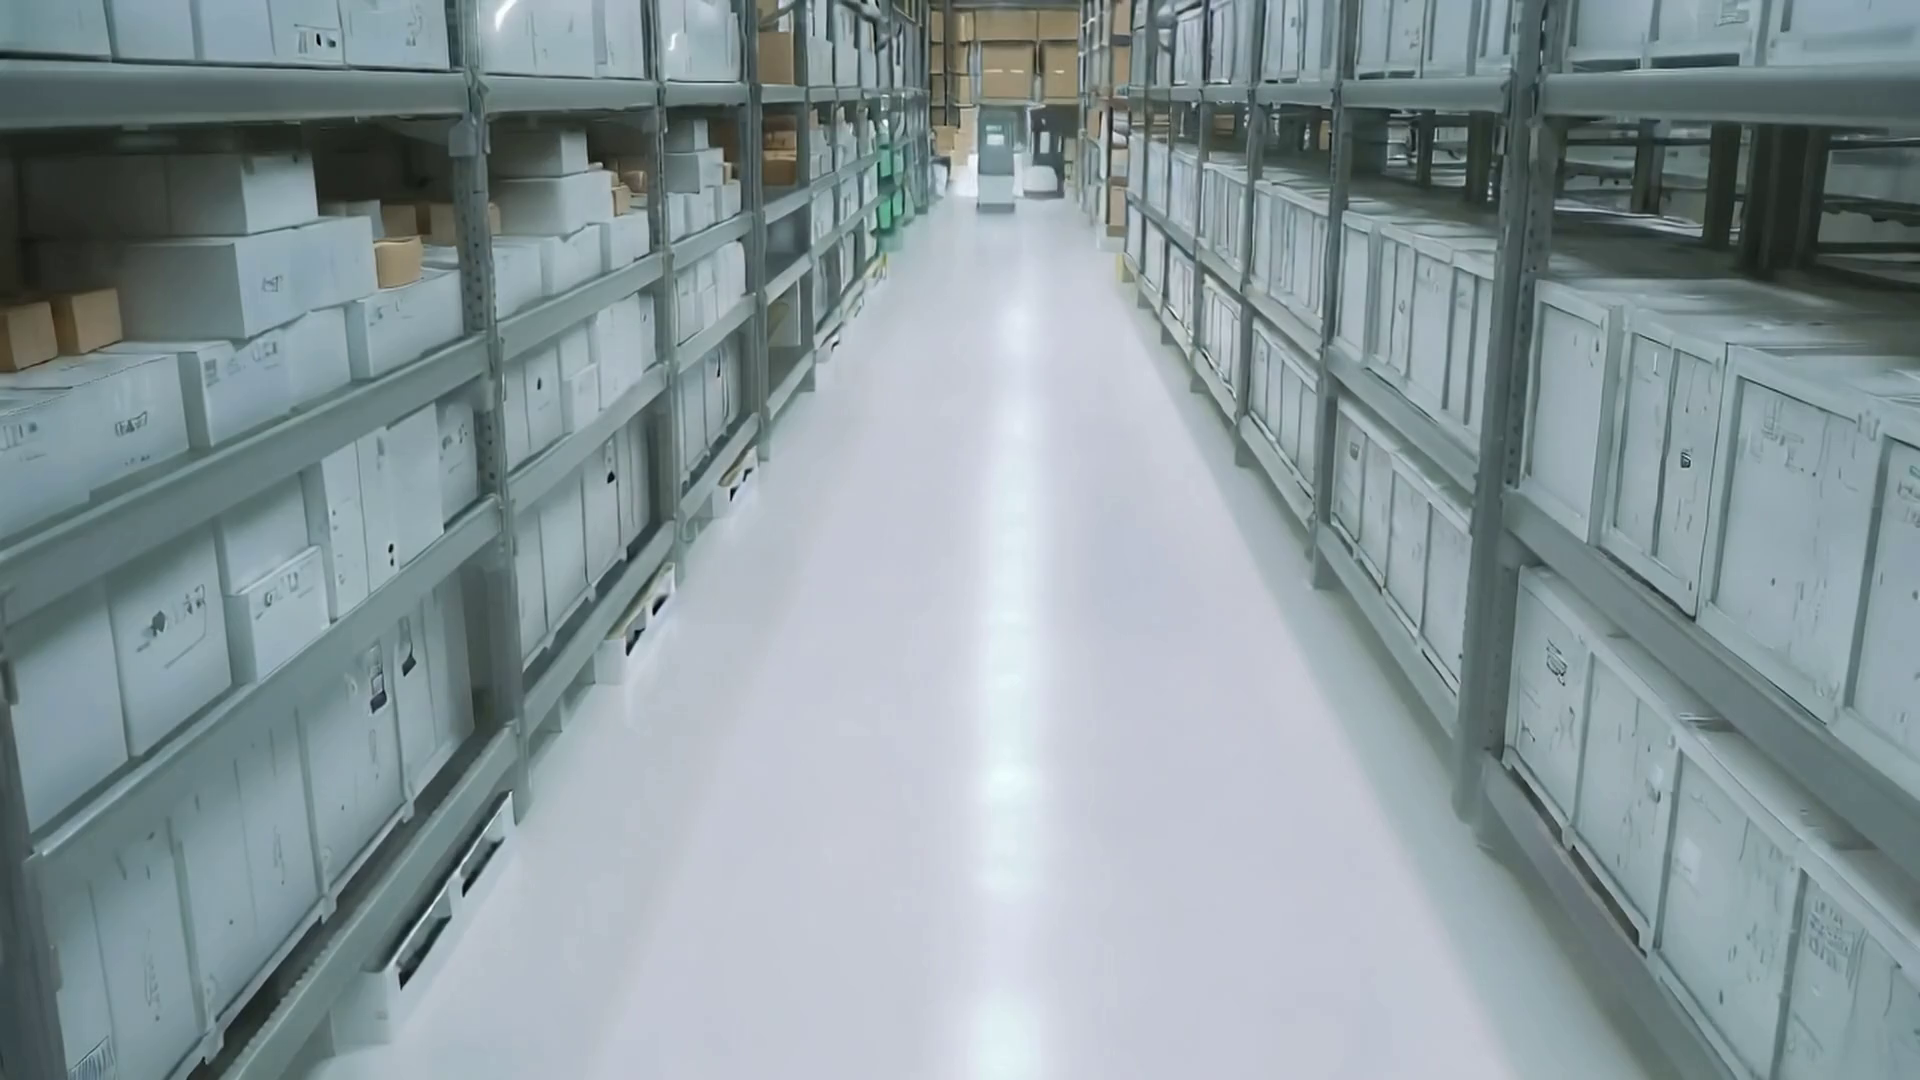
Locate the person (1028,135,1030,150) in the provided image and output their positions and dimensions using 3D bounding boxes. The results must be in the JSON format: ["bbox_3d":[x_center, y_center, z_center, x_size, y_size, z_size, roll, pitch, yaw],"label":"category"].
[{"bbox_3d":[3.403,-18.036,76.696,0.627,1.934,0.371,-5,16,-18],"label":"person"}]

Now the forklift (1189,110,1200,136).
[{"bbox_3d":[9.227,-15.589,65.793,1.873,2.768,1.129,7,17,26],"label":"forklift"}]

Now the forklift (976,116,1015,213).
[{"bbox_3d":[1.057,-11.120,49.163,1.129,2.768,1.873,0,15,1],"label":"forklift"}]

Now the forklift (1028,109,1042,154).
[{"bbox_3d":[3.190,-16.828,70.404,1.873,2.768,1.129,4,16,16],"label":"forklift"}]

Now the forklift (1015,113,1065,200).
[{"bbox_3d":[2.818,-12.773,55.314,1.873,2.768,1.129,-14,20,-42],"label":"forklift"}]

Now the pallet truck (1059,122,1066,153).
[{"bbox_3d":[5.788,-21.111,88.014,1.885,1.965,0.823,5,16,18],"label":"pallet truck"}]
